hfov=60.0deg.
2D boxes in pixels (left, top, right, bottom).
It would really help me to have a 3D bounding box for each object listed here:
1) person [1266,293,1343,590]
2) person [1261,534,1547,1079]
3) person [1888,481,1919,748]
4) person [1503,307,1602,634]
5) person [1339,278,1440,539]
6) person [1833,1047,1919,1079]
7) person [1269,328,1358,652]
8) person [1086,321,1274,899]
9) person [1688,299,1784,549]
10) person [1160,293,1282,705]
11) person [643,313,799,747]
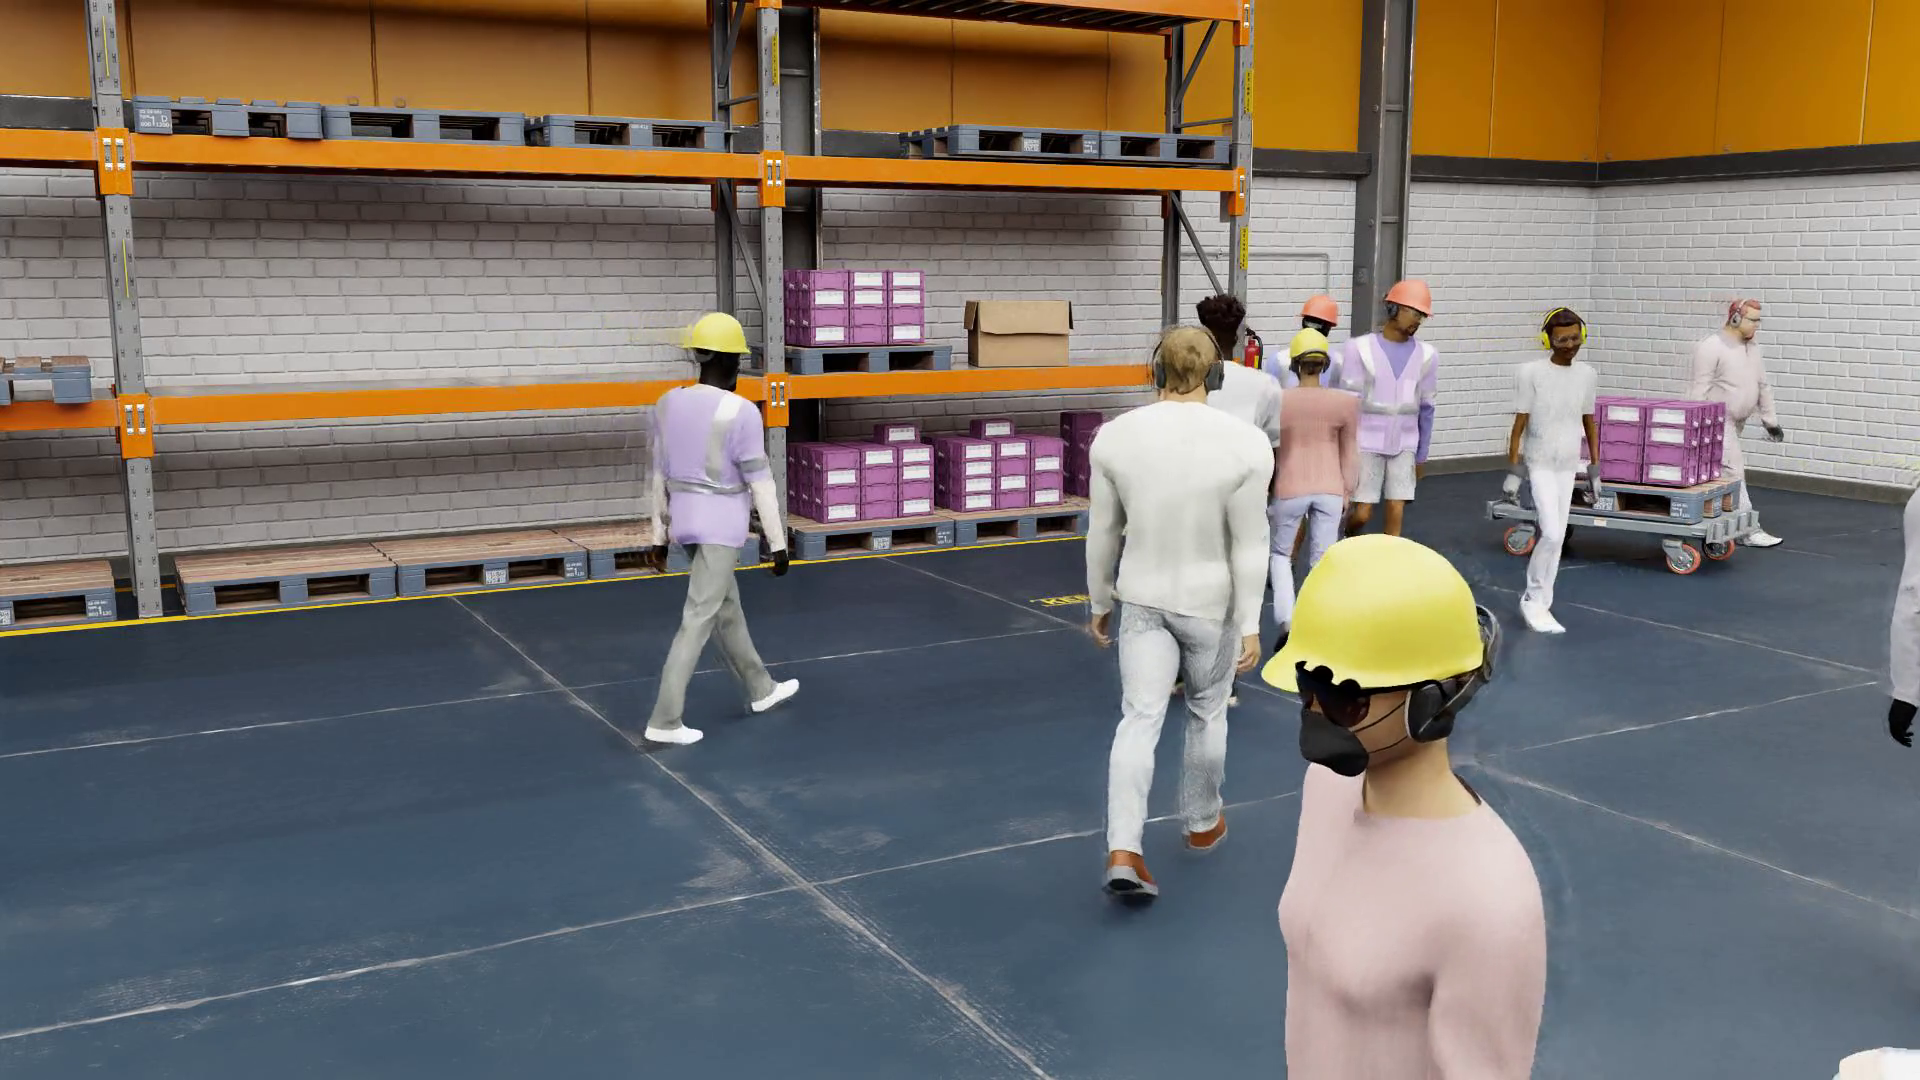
[{"bbox_3d":[2.159,-0.588,10.457,0.585,1.912,0.519,0,9,2],"label":"person"},{"bbox_3d":[0.515,0.855,2.120,0.366,1.749,0.538,-2,10,-13],"label":"person"},{"bbox_3d":[2.893,0.447,4.413,0.654,1.819,0.756,0,9,3],"label":"person"},{"bbox_3d":[3.362,-0.373,9.354,0.556,1.840,0.461,-3,10,-16],"label":"person"},{"bbox_3d":[2.559,-0.583,10.116,0.642,2.016,0.721,-1,9,-4],"label":"person"},{"bbox_3d":[1.051,1.022,1.610,0.513,1.596,0.864,3,10,20],"label":"person"},{"bbox_3d":[1.825,-0.238,8.797,0.520,1.754,0.381,1,9,4],"label":"person"},{"bbox_3d":[0.708,0.224,5.556,0.644,1.903,0.972,4,10,21],"label":"person"},{"bbox_3d":[5.758,-0.887,12.520,0.652,1.846,1.035,-7,12,-36],"label":"person"},{"bbox_3d":[1.217,-0.186,7.883,0.621,1.950,0.437,-1,9,-8],"label":"person"},{"bbox_3d":[-1.058,-0.058,7.345,0.612,1.870,1.010,7,12,38],"label":"person"}]
